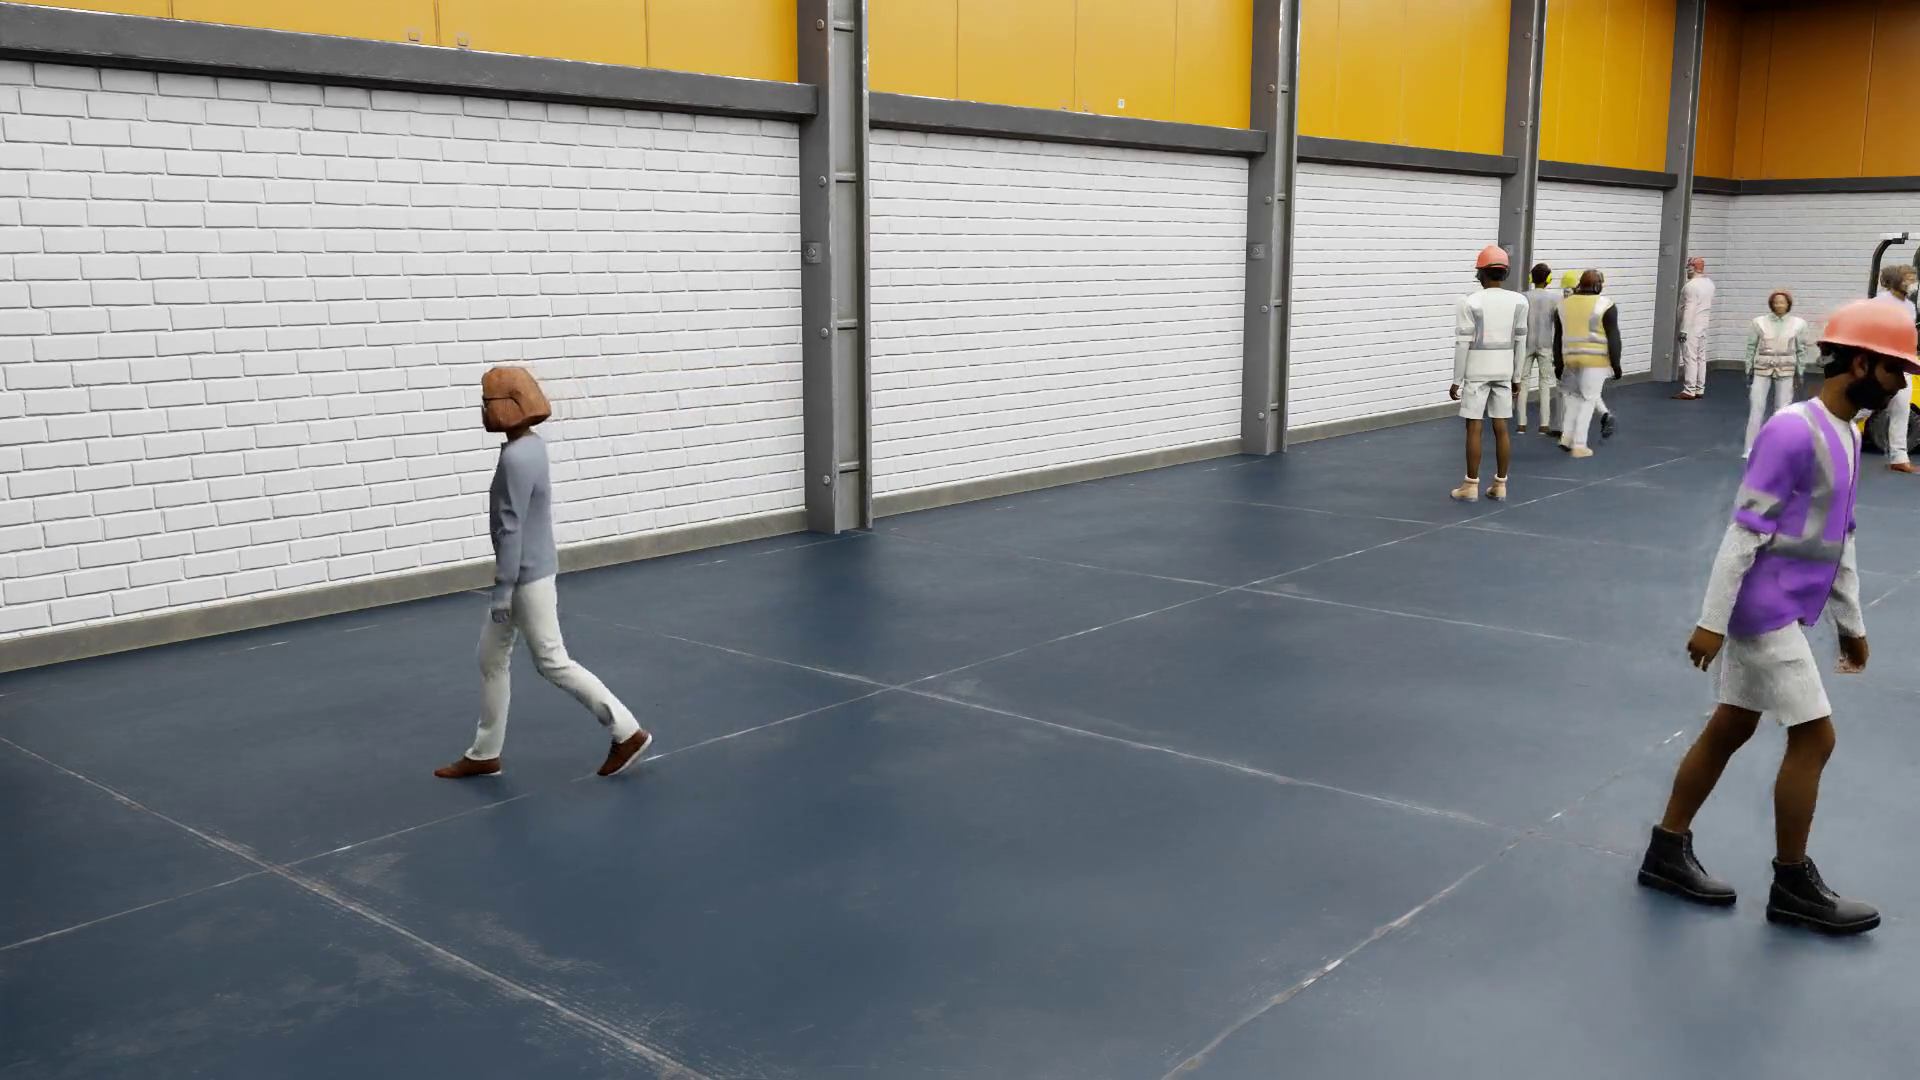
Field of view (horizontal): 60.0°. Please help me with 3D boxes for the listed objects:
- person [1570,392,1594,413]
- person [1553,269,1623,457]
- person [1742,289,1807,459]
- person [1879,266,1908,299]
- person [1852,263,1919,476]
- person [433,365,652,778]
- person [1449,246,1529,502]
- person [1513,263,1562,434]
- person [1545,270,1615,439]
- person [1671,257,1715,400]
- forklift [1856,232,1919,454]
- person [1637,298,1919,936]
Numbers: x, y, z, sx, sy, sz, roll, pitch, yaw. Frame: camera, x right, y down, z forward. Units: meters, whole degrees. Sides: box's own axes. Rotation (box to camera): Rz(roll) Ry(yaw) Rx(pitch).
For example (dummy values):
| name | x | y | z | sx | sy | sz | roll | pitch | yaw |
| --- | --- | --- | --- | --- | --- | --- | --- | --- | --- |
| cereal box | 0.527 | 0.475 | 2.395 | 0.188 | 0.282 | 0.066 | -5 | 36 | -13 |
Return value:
| name | x | y | z | sx | sy | sz | roll | pitch | yaw |
| --- | --- | --- | --- | --- | --- | --- | --- | --- | --- |
| person | 7.726 | -2.414 | 20.546 | 0.532 | 1.694 | 0.320 | 3 | 10 | 15 |
| person | 6.124 | -1.716 | 16.206 | 0.500 | 1.824 | 0.632 | -7 | 12 | -34 |
| person | 7.790 | -1.576 | 15.923 | 0.523 | 1.638 | 0.310 | 5 | 11 | 25 |
| person | 11.777 | -2.541 | 20.949 | 0.524 | 1.816 | 0.907 | -6 | 12 | -31 |
| person | 8.314 | -1.562 | 15.098 | 0.625 | 1.908 | 0.935 | -5 | 11 | -26 |
| person | -1.589 | 0.138 | 6.286 | 0.801 | 1.605 | 0.511 | -2 | 10 | -11 |
| person | 4.213 | -1.321 | 13.321 | 0.614 | 2.043 | 0.374 | -2 | 10 | -11 |
| person | 6.298 | -2.084 | 18.174 | 0.534 | 1.864 | 0.309 | 5 | 11 | 28 |
| person | 6.513 | -1.921 | 17.437 | 0.614 | 1.797 | 0.756 | -4 | 11 | -22 |
| person | 9.830 | -2.836 | 22.341 | 0.651 | 1.904 | 0.401 | -9 | 13 | -41 |
| forklift | 9.955 | -1.972 | 16.595 | 2.313 | 2.155 | 1.214 | 1 | 10 | 8 |
| person | 2.498 | 0.224 | 5.000 | 0.810 | 1.871 | 0.562 | 8 | 13 | 38 |
